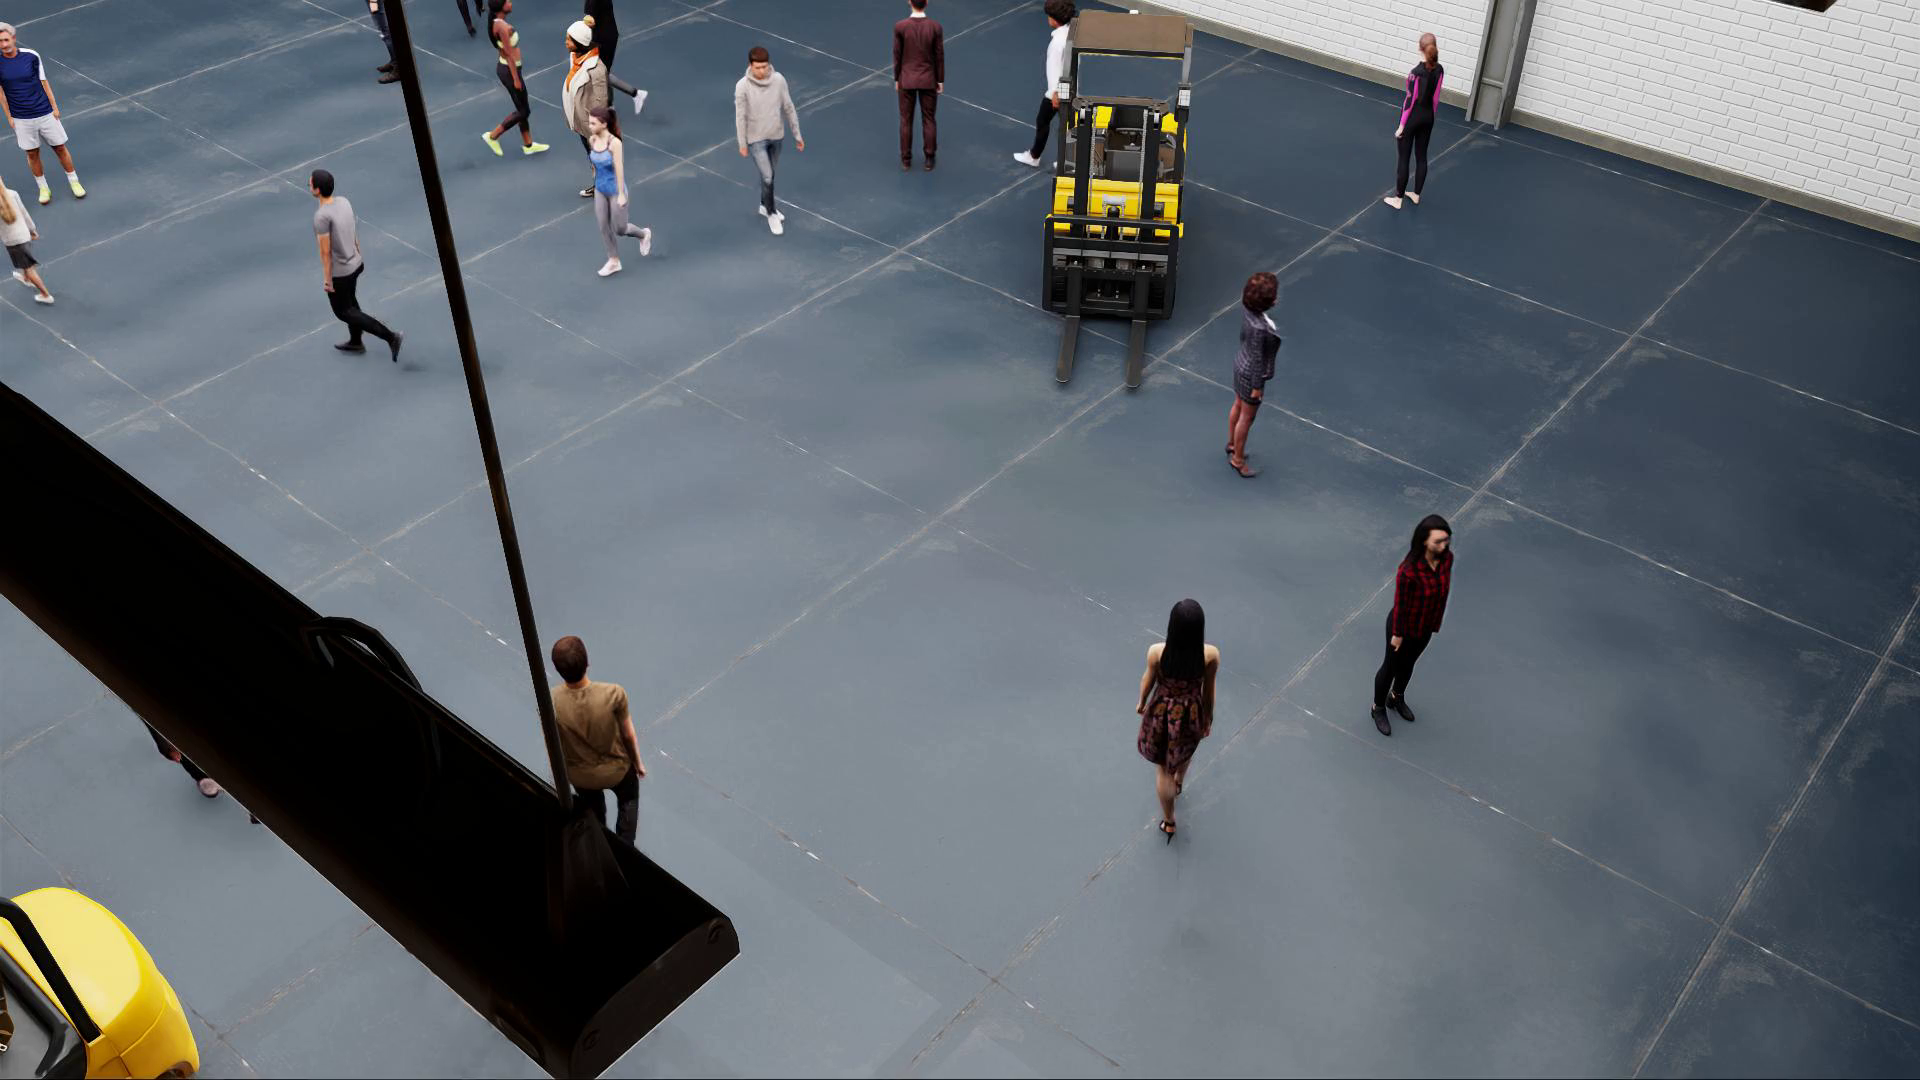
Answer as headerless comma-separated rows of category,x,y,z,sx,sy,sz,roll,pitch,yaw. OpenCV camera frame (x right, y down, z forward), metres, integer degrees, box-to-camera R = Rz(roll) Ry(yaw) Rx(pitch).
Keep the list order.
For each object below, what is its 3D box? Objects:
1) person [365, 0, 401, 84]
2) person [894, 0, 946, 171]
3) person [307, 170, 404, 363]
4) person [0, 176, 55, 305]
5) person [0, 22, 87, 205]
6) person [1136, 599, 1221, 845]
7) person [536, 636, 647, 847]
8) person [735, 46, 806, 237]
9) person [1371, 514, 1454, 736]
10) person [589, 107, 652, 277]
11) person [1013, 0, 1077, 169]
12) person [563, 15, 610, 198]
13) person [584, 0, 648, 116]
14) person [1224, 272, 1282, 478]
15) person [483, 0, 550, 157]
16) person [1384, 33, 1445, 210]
person,-6.510,-6.087,18.543,0.816,1.901,0.691,-12,40,-15
person,-0.423,-4.636,16.760,0.759,1.859,0.830,-1,39,-2
person,-5.081,-2.250,13.873,1.073,1.733,0.934,5,39,6
person,-8.367,-2.680,14.801,0.878,1.247,0.629,18,42,21
person,-9.049,-4.181,16.210,0.703,1.833,0.692,-16,41,-20
person,1.256,1.108,9.647,0.852,1.759,0.909,-2,39,-3
person,-2.028,1.332,9.302,0.901,1.840,0.961,-3,39,-4
person,-1.900,-3.862,15.819,0.837,1.823,0.946,-27,46,-30
person,2.835,0.511,10.475,0.640,1.658,0.603,-22,44,-25
person,-3.128,-3.187,15.156,0.773,1.596,0.659,25,45,28
person,1.086,-4.521,16.679,1.000,1.780,0.803,17,42,20
person,-3.562,-4.168,16.149,0.806,1.890,0.679,-24,45,-27
person,-3.716,-5.313,17.694,1.059,1.750,0.934,5,39,7
person,2.209,-1.263,12.663,0.748,1.700,0.701,-1,39,-1
person,-4.655,-4.708,16.943,0.878,1.743,0.917,-14,41,-17
person,4.431,-4.059,16.127,0.651,1.748,0.671,-14,41,-17
